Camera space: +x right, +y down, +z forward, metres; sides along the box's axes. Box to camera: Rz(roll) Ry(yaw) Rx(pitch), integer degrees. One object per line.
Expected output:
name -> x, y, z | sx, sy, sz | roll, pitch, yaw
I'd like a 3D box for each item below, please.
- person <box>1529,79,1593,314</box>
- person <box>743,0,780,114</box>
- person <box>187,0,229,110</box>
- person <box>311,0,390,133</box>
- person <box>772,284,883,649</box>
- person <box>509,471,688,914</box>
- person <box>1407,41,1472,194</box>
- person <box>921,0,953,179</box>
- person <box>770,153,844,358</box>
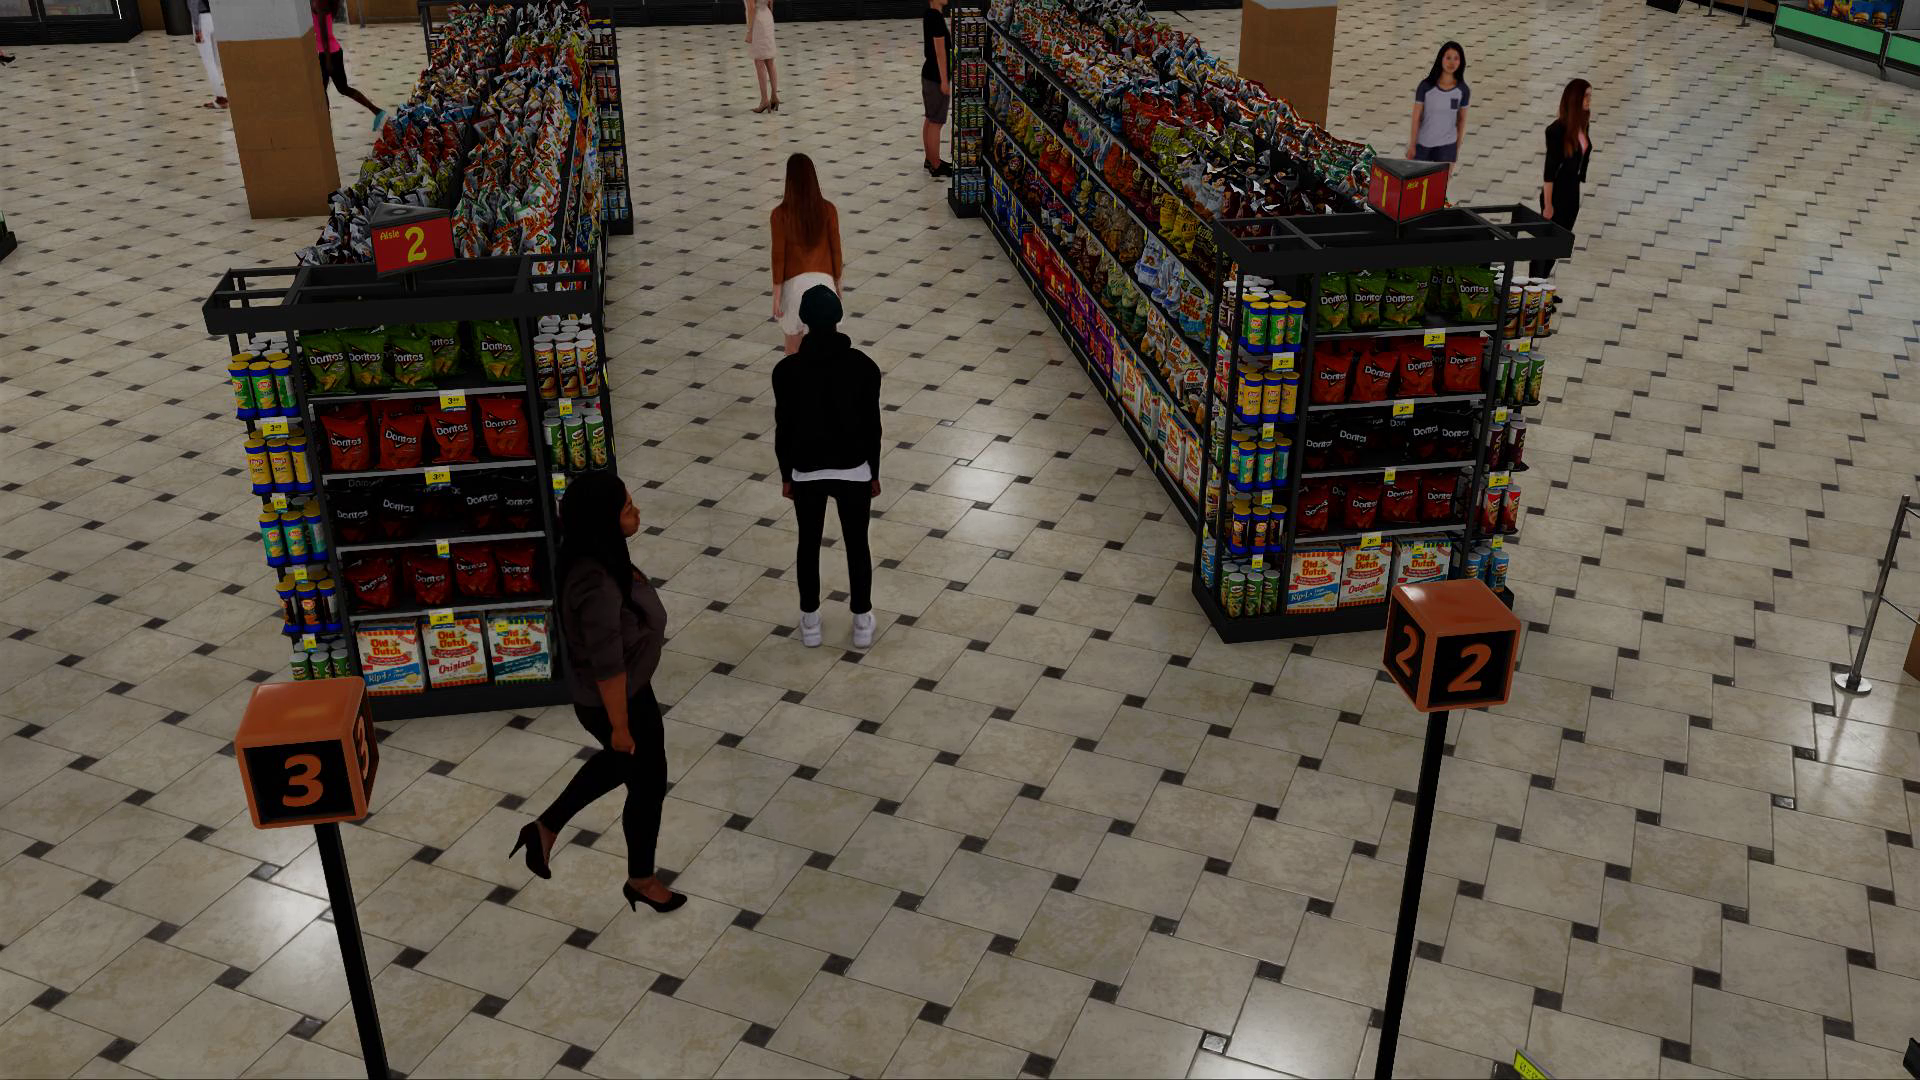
person -> 4.468, -2.596, 12.463 | 0.718, 1.719, 0.755 | -20, 33, -34
person -> -2.202, -5.629, 18.426 | 0.748, 1.735, 0.684 | 17, 31, 30
person -> -8.435, -5.737, 18.650 | 0.704, 1.724, 0.551 | 3, 27, 5
person -> -6.443, -5.003, 17.235 | 0.677, 1.696, 1.033 | -2, 27, -5
person -> -0.614, -0.332, 7.890 | 0.697, 1.818, 0.633 | 0, 27, -1
person -> -1.340, 0.612, 6.016 | 0.790, 1.828, 0.862 | -9, 28, -17
person -> 3.953, -3.295, 13.867 | 0.761, 1.695, 0.942 | 3, 27, 6
person -> -0.234, -4.454, 15.969 | 0.730, 1.861, 0.504 | -5, 27, -9
person -> -0.917, -1.506, 10.351 | 0.742, 1.685, 1.143 | -8, 28, -16
